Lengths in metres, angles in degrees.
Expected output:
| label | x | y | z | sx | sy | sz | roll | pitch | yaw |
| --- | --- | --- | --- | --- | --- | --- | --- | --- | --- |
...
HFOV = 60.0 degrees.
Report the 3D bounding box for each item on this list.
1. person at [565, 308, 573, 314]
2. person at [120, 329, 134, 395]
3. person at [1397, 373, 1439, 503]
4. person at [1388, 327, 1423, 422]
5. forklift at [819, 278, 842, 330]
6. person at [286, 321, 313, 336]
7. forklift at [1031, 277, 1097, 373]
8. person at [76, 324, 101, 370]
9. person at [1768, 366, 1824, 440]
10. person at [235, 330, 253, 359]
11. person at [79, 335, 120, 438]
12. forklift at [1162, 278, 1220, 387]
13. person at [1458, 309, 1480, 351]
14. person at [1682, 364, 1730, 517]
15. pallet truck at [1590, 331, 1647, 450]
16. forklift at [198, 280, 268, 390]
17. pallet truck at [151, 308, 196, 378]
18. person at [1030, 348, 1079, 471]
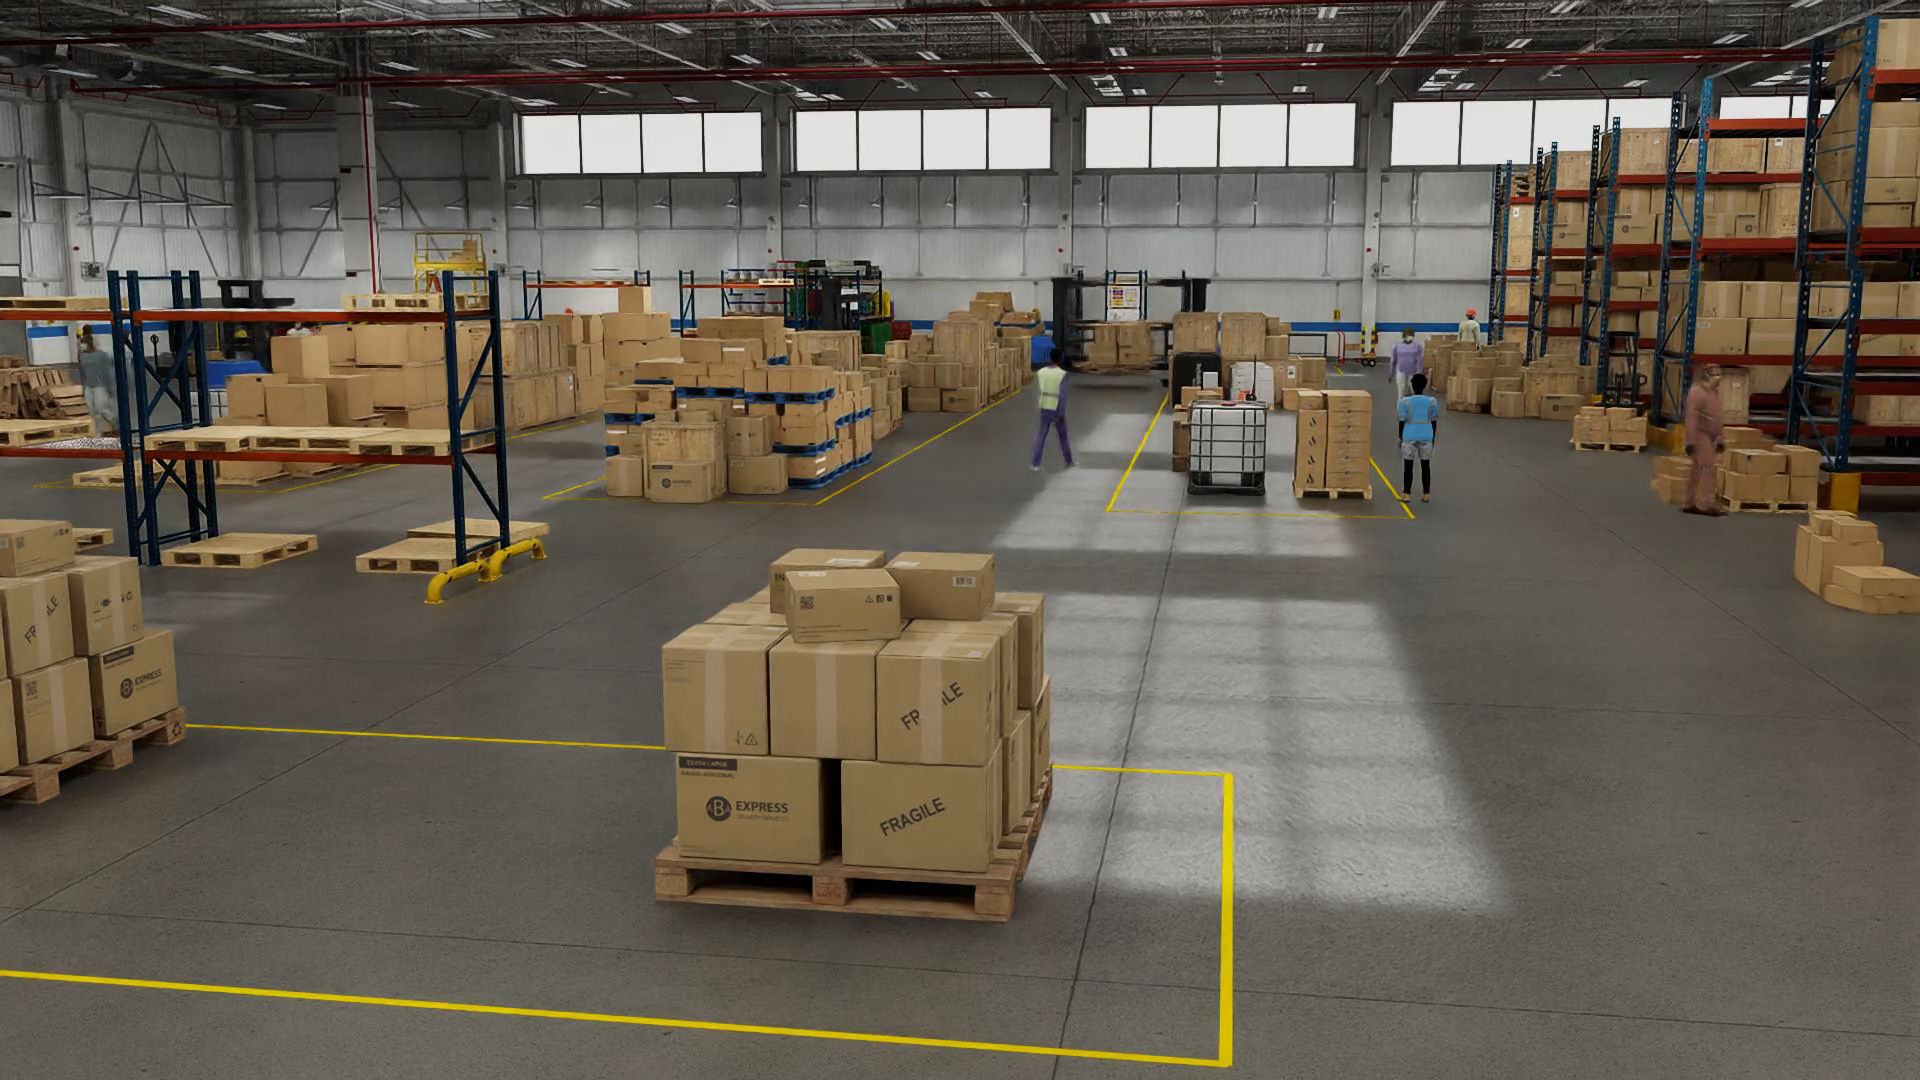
| label | x | y | z | sx | sy | sz | roll | pitch | yaw |
| --- | --- | --- | --- | --- | --- | --- | --- | --- | --- |
| person | -11.734 | -5.995 | 49.909 | 0.556 | 1.896 | 0.859 | 1 | 9 | 7 |
| person | -20.260 | -4.317 | 40.391 | 0.376 | 1.621 | 0.539 | 2 | 9 | 13 |
| person | 5.967 | -1.324 | 21.715 | 0.535 | 1.700 | 0.318 | 0 | 9 | -2 |
| person | 8.980 | -3.343 | 33.590 | 0.652 | 1.908 | 0.886 | 1 | 9 | 5 |
| forklift | -3.270 | -5.243 | 42.251 | 1.873 | 2.768 | 1.129 | 1 | 9 | 9 |
| person | -16.053 | -4.445 | 40.389 | 0.655 | 1.884 | 1.019 | 0 | 9 | -2 |
| forklift | 3.004 | -6.368 | 49.189 | 1.873 | 2.768 | 1.129 | 4 | 10 | 24 |
| person | -19.361 | -3.879 | 37.041 | 0.507 | 1.840 | 0.343 | -2 | 9 | -13 |
| person | 15.061 | -2.729 | 29.746 | 1.022 | 1.917 | 0.621 | 1 | 9 | 6 |
| person | -15.706 | -3.740 | 36.514 | 0.480 | 1.733 | 0.332 | -3 | 10 | -17 |
| person | -15.142 | -2.644 | 29.216 | 0.672 | 1.919 | 0.494 | 3 | 10 | 19 |
| forklift | 6.227 | -5.396 | 43.193 | 1.873 | 2.768 | 1.129 | 1 | 9 | 7 |
| person | 13.900 | -5.308 | 45.376 | 0.623 | 1.992 | 0.391 | 8 | 12 | 42 |
| person | 9.305 | -1.222 | 20.499 | 0.673 | 1.881 | 0.784 | -9 | 13 | -43 |
| pallet truck | 11.253 | -2.573 | 28.499 | 0.823 | 1.965 | 1.885 | 5 | 10 | 27 |
| forklift | -15.586 | -4.263 | 36.205 | 1.129 | 2.768 | 1.873 | 3 | 10 | 19 |
| pallet truck | -21.869 | -5.598 | 47.154 | 0.823 | 1.965 | 1.885 | 4 | 10 | 26 |
| person | 1.420 | -1.983 | 25.276 | 0.597 | 1.871 | 0.994 | 8 | 12 | 39 |
